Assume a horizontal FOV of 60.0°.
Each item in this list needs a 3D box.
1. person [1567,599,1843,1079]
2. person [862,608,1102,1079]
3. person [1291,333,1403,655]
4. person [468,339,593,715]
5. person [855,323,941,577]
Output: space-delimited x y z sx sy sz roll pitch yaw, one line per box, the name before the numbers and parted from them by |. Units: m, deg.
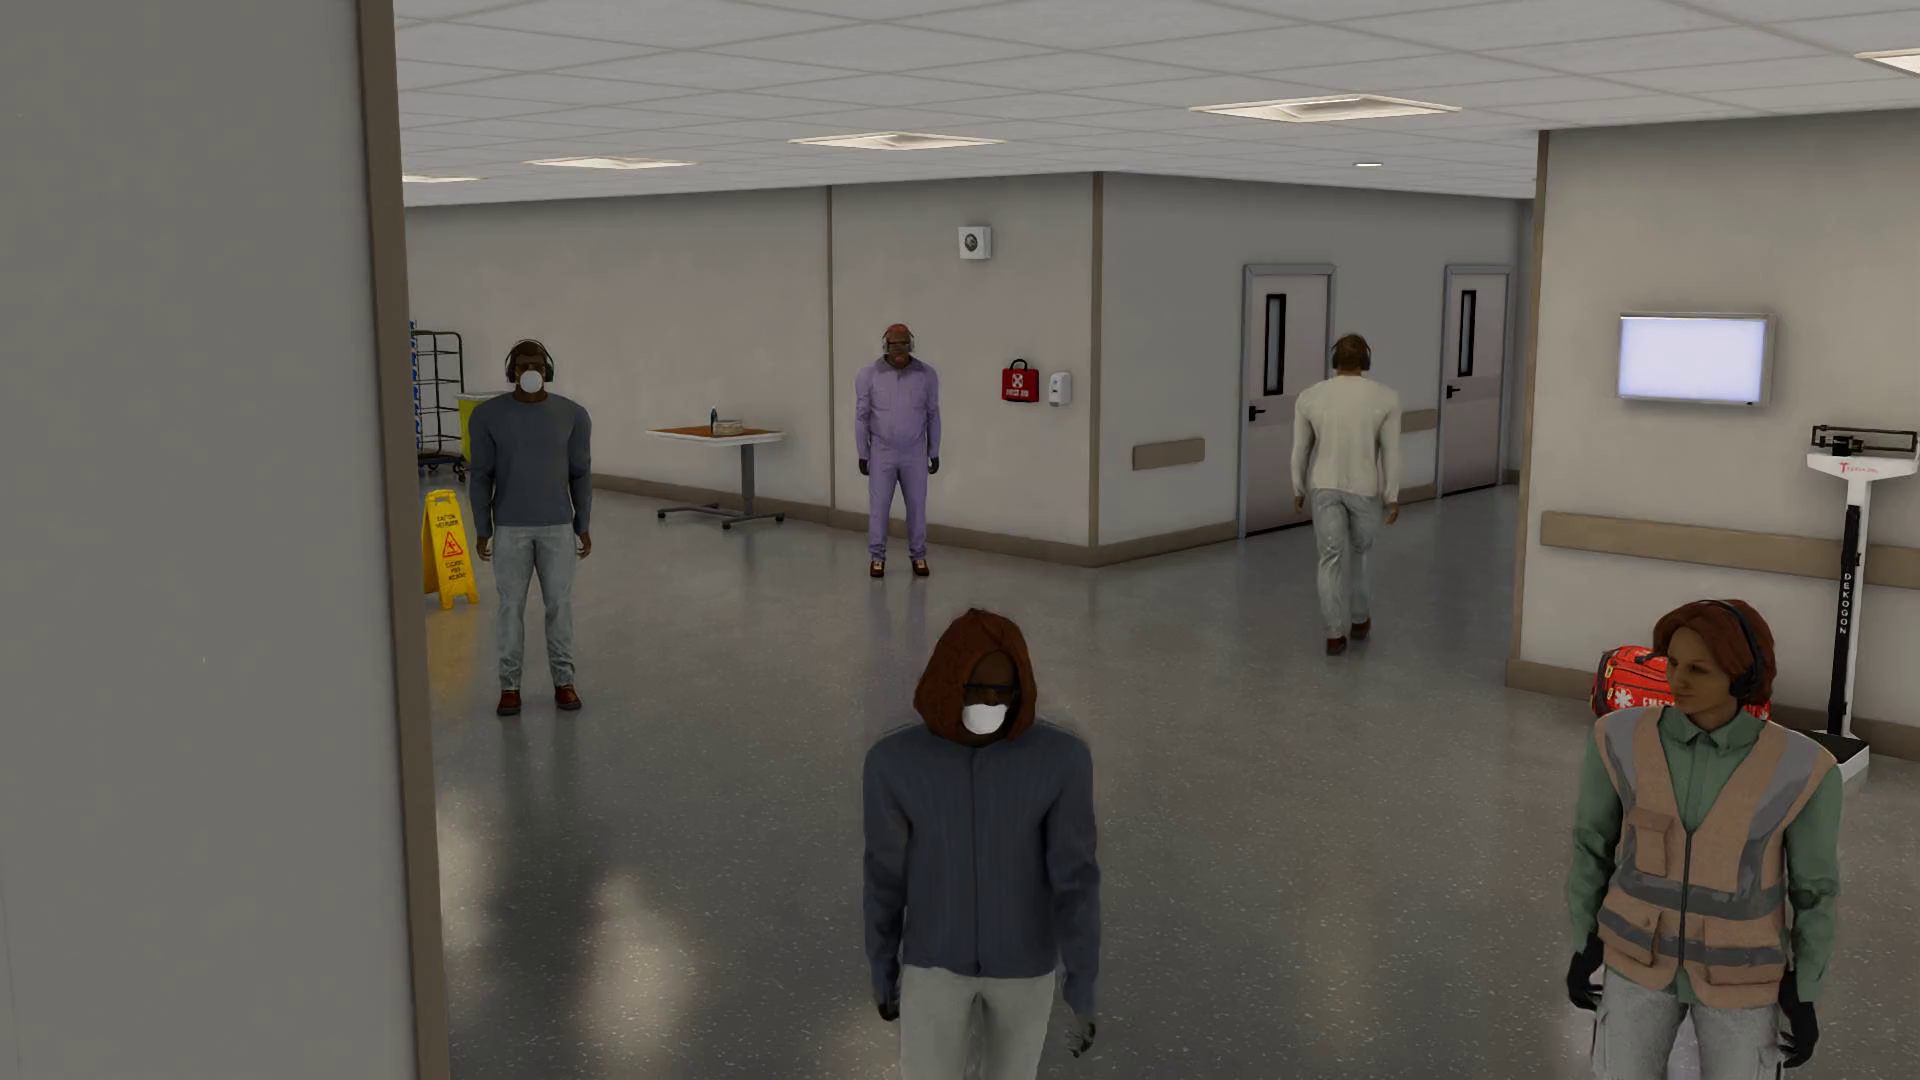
person | 1.536 0.923 3.490 0.517 1.636 0.314 7 11 36
person | 0.045 0.946 3.455 0.496 1.604 0.723 0 9 -3
person | 2.358 -0.302 10.156 0.662 1.905 0.885 3 10 17
person | -2.210 -0.066 8.631 0.632 1.940 0.372 -3 10 -19
person | -0.458 -0.664 12.431 0.648 1.899 0.399 -2 9 -10
